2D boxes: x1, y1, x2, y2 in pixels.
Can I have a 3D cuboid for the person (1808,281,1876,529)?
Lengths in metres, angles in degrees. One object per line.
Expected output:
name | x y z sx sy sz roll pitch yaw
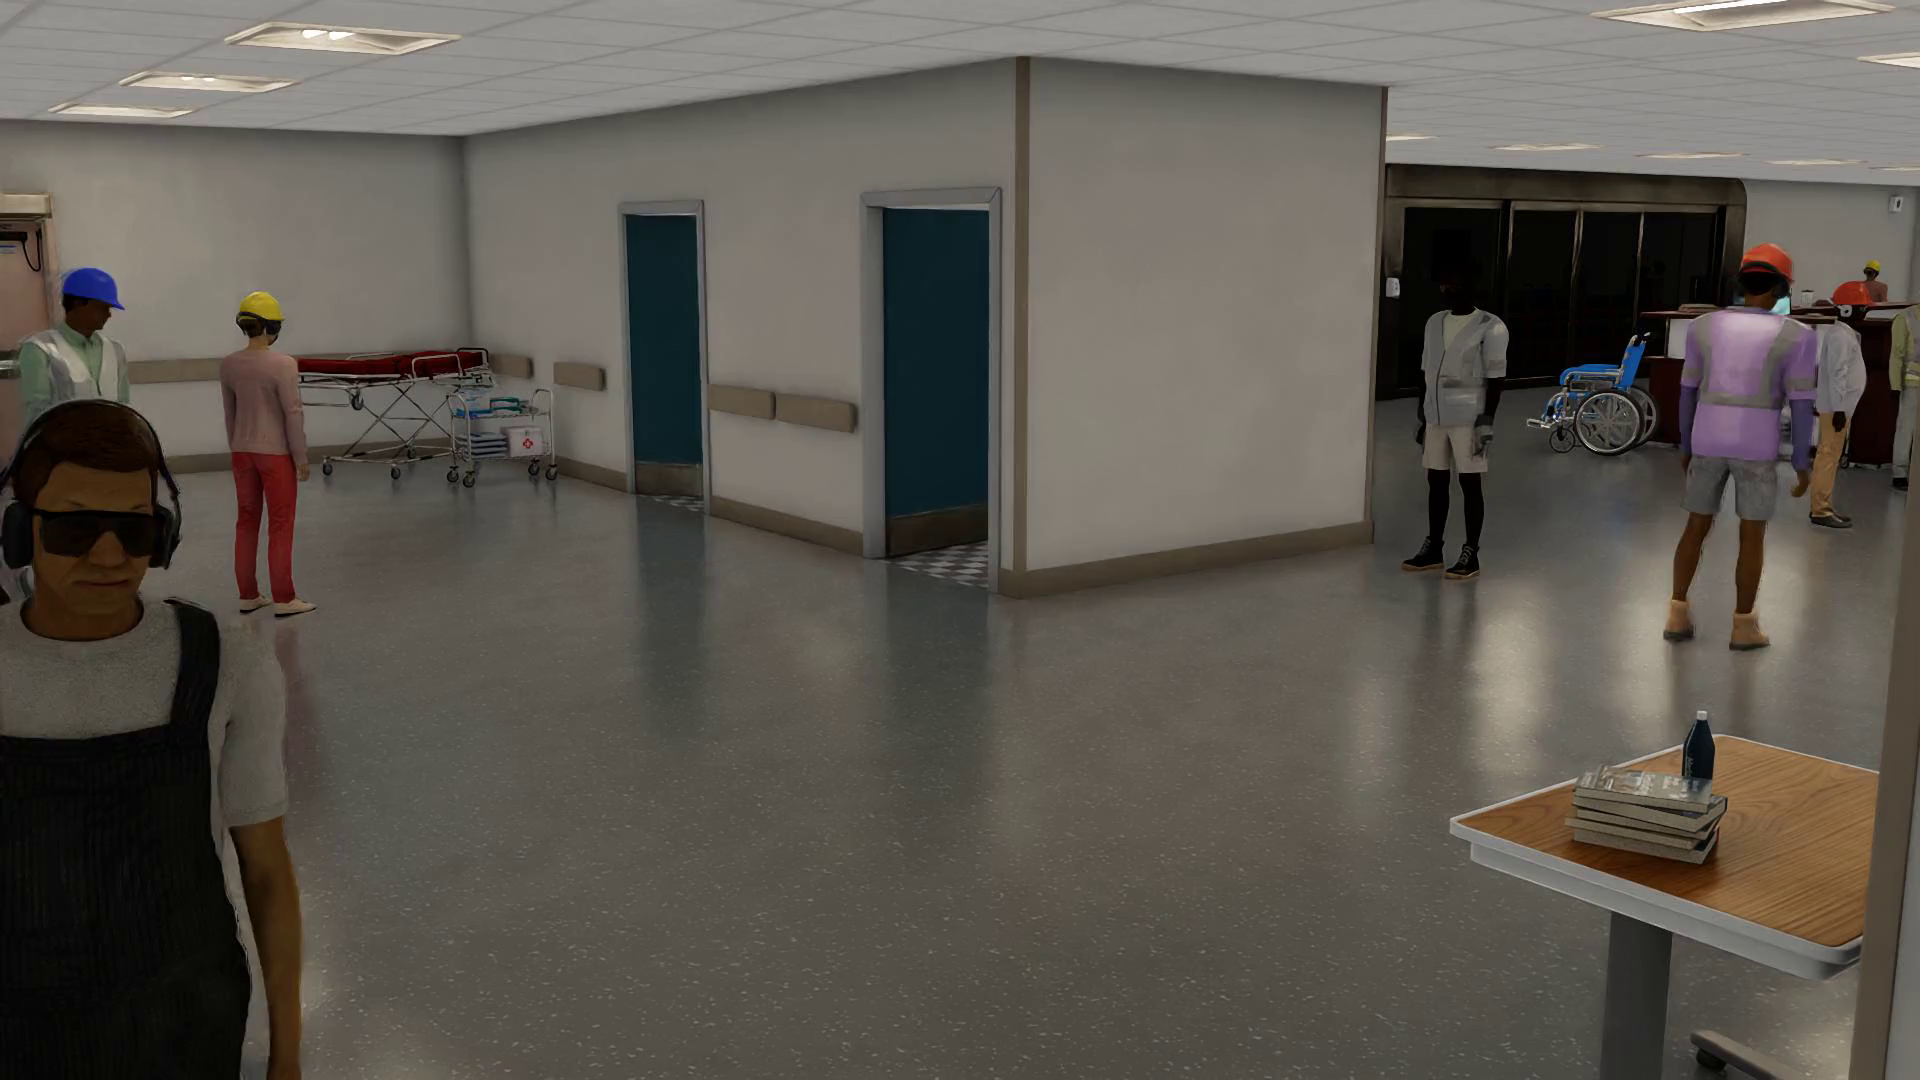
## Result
person | 6.302 -0.966 11.897 0.327 1.752 0.563 5 11 27

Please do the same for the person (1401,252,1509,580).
person | 3.001 -0.748 10.080 0.367 1.966 0.604 -7 12 -34

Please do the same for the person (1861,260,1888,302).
person | 13.706 -3.332 25.122 0.329 1.769 0.526 -10 14 -43

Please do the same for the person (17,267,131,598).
person | -4.480 -0.419 8.414 0.711 1.905 0.620 5 11 26

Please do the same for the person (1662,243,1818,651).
person | 3.909 -0.454 8.292 0.648 2.018 0.508 9 13 41

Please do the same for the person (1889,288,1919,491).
person | 7.903 -1.299 13.598 0.599 1.819 0.403 0 10 1

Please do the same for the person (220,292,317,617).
person | -3.779 -0.466 9.094 0.526 1.762 0.347 4 11 22

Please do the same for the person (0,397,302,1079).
person | -1.196 0.708 2.319 0.543 1.823 0.631 -5 11 -26
